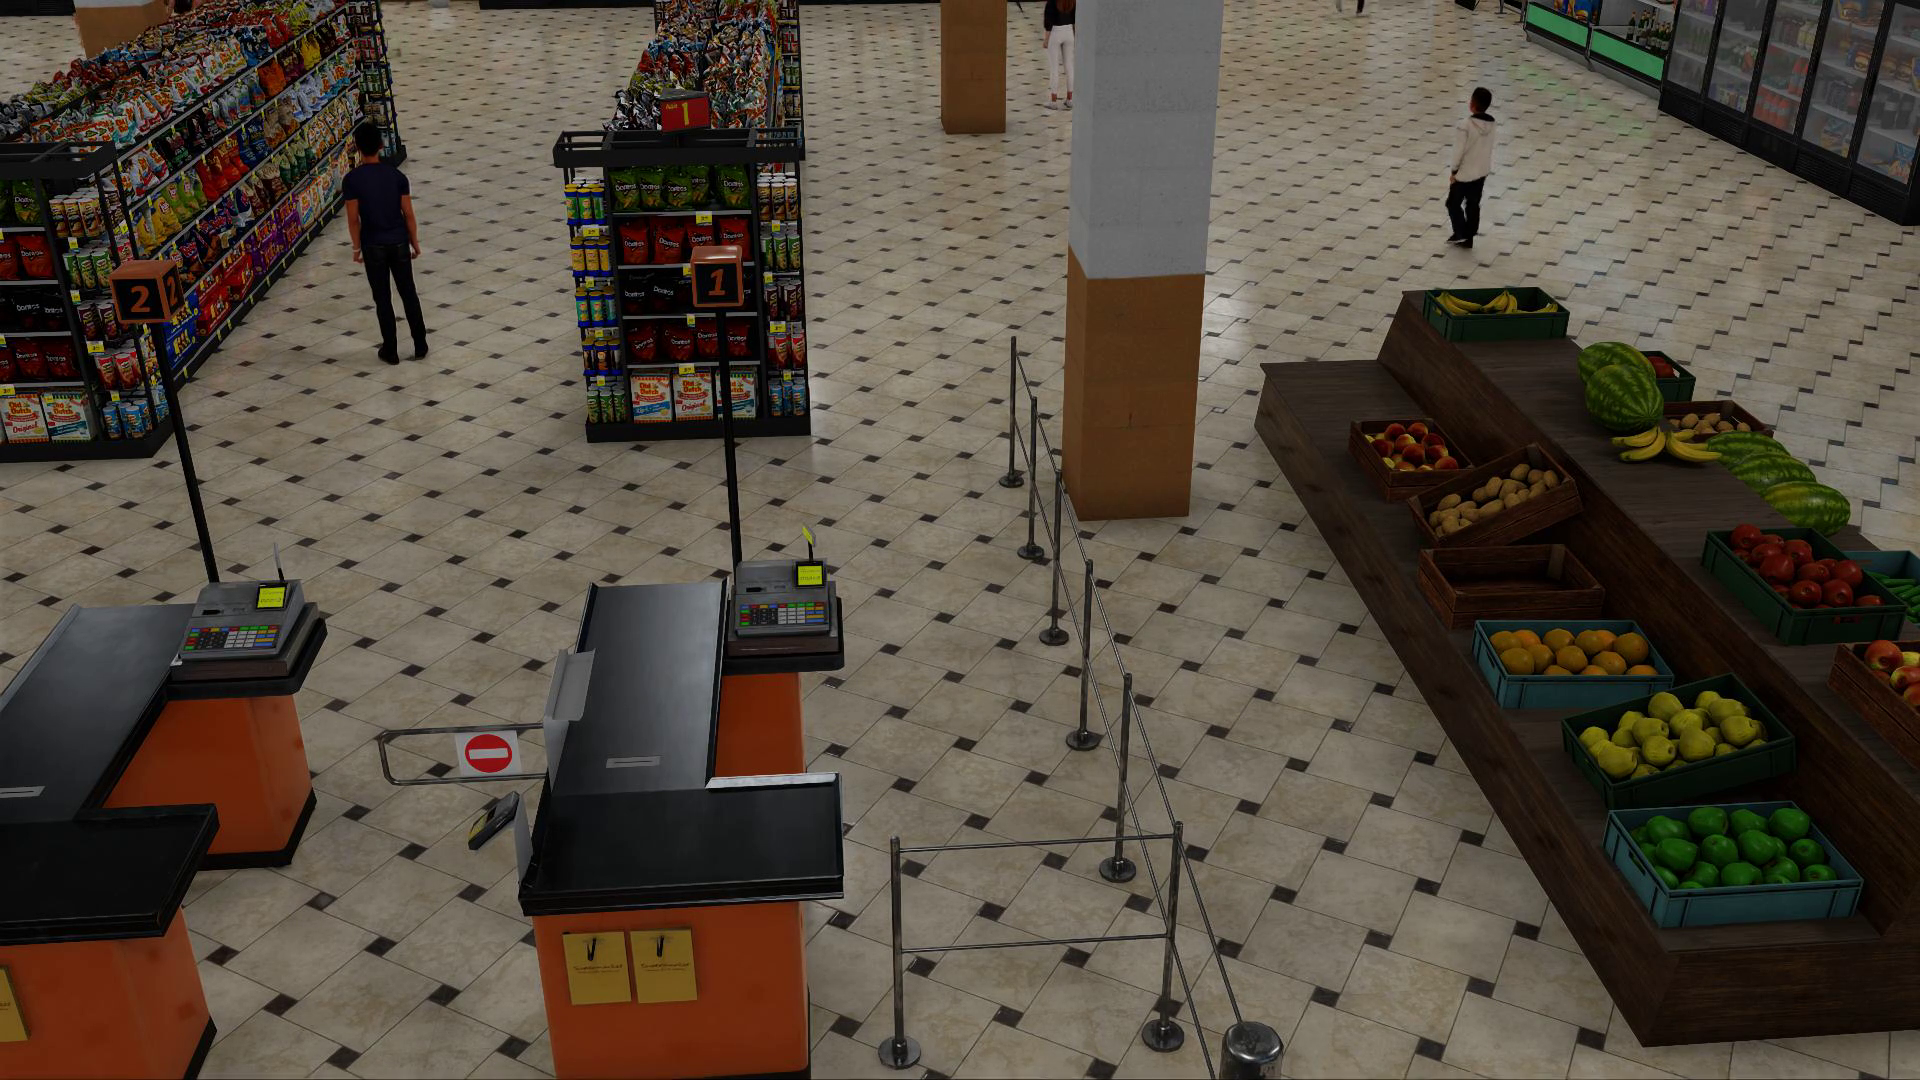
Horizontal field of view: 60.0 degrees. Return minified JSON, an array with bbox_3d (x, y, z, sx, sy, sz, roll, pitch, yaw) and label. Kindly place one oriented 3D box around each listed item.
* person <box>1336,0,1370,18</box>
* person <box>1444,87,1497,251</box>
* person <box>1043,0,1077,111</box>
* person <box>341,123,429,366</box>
[{"bbox_3d":[6.222,-8.993,25.987,0.875,1.612,0.913,-16,31,-29],"label":"person"},{"bbox_3d":[4.631,-3.308,14.961,0.640,1.444,0.583,-9,28,-18],"label":"person"},{"bbox_3d":[1.223,-6.123,20.227,0.670,1.703,0.631,-11,29,-21],"label":"person"},{"bbox_3d":[-4.284,-2.197,12.388,0.720,1.790,0.683,-15,31,-27],"label":"person"}]
